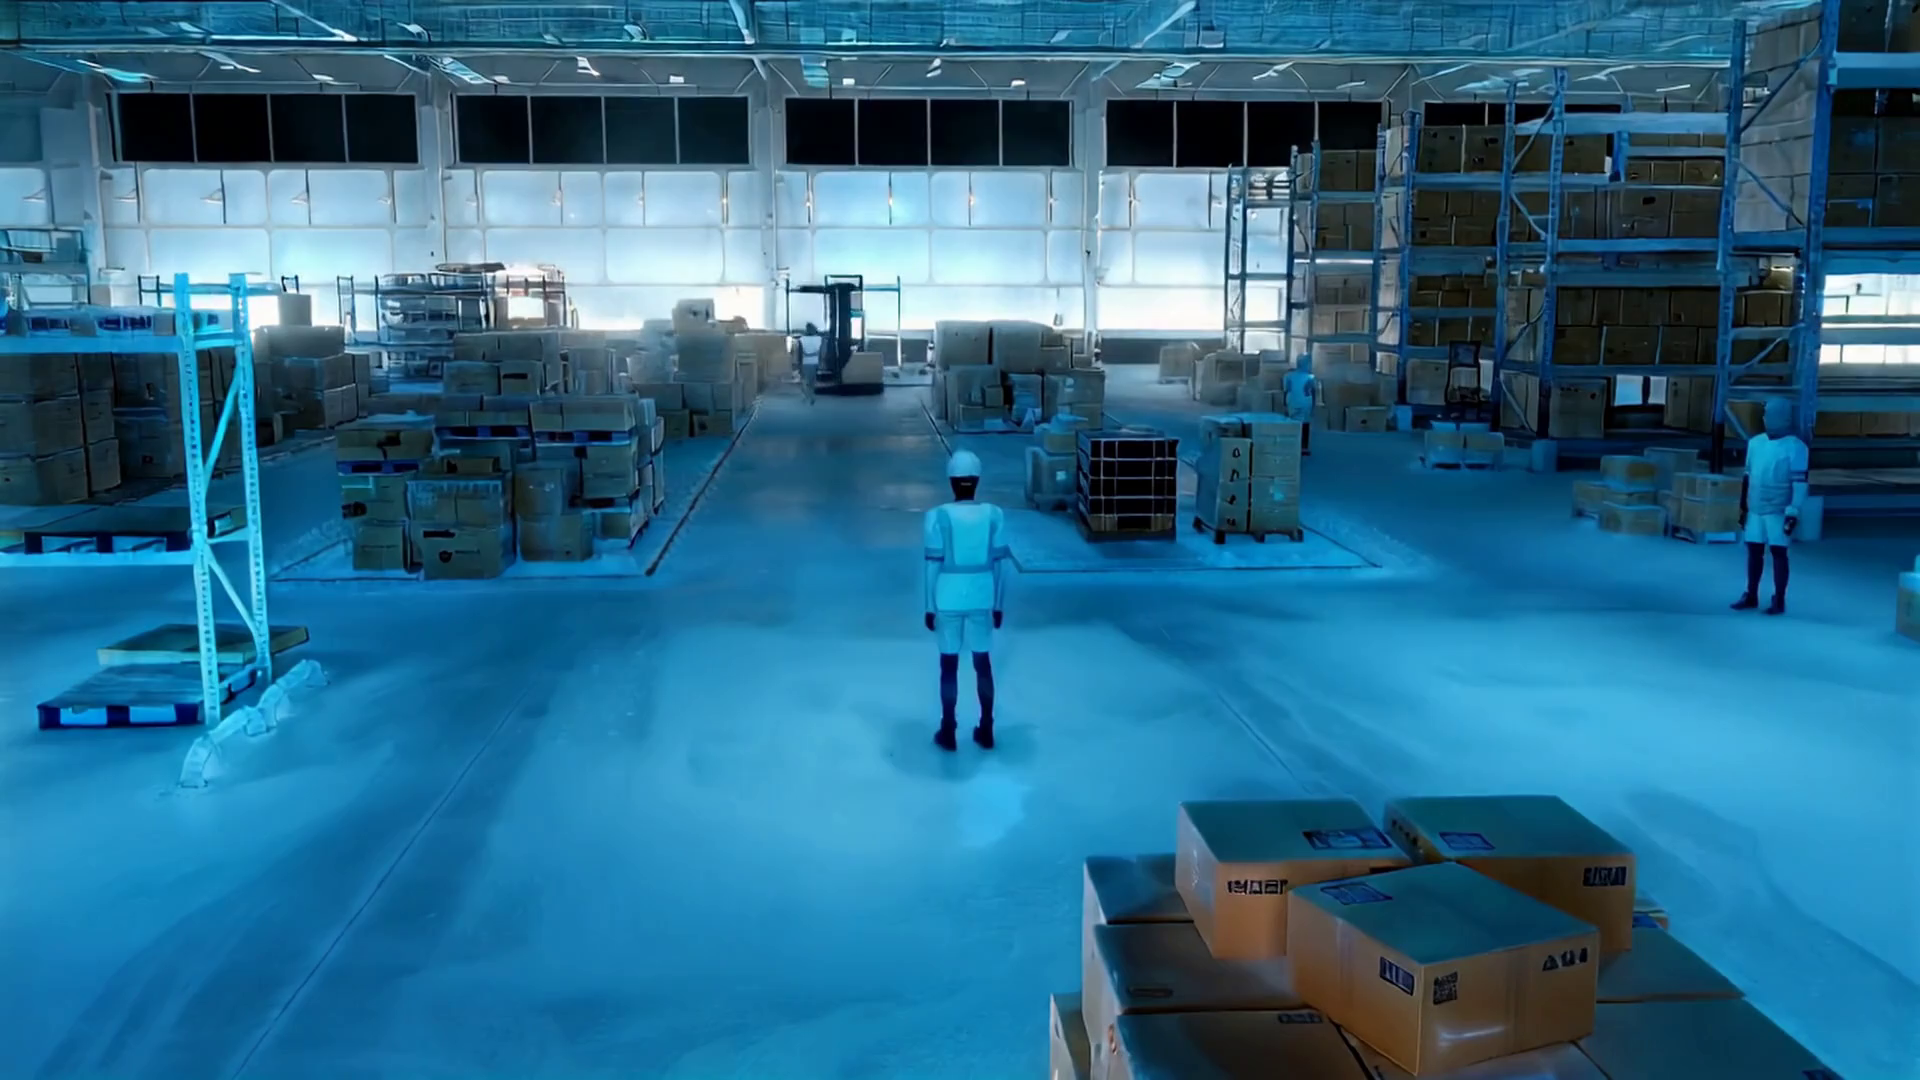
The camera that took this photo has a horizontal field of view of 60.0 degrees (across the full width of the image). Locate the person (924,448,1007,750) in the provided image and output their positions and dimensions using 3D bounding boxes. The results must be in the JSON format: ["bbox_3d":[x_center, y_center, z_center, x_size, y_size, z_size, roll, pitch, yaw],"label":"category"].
[{"bbox_3d":[0.025,0.380,10.644,0.539,1.930,0.387,-3,10,-18],"label":"person"}]

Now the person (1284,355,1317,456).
[{"bbox_3d":[5.697,-2.249,27.845,0.541,1.700,0.316,3,10,19],"label":"person"}]

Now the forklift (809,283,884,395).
[{"bbox_3d":[-2.867,-5.082,41.940,1.873,2.768,1.129,-1,9,-4],"label":"forklift"}]

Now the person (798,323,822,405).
[{"bbox_3d":[-3.521,-4.112,38.911,0.630,1.899,0.519,-4,10,-22],"label":"person"}]

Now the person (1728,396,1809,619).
[{"bbox_3d":[7.162,-0.291,14.719,0.366,1.966,0.607,-5,10,-26],"label":"person"}]

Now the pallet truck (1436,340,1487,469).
[{"bbox_3d":[8.004,-2.170,26.422,0.823,1.965,1.885,2,9,14],"label":"pallet truck"}]
